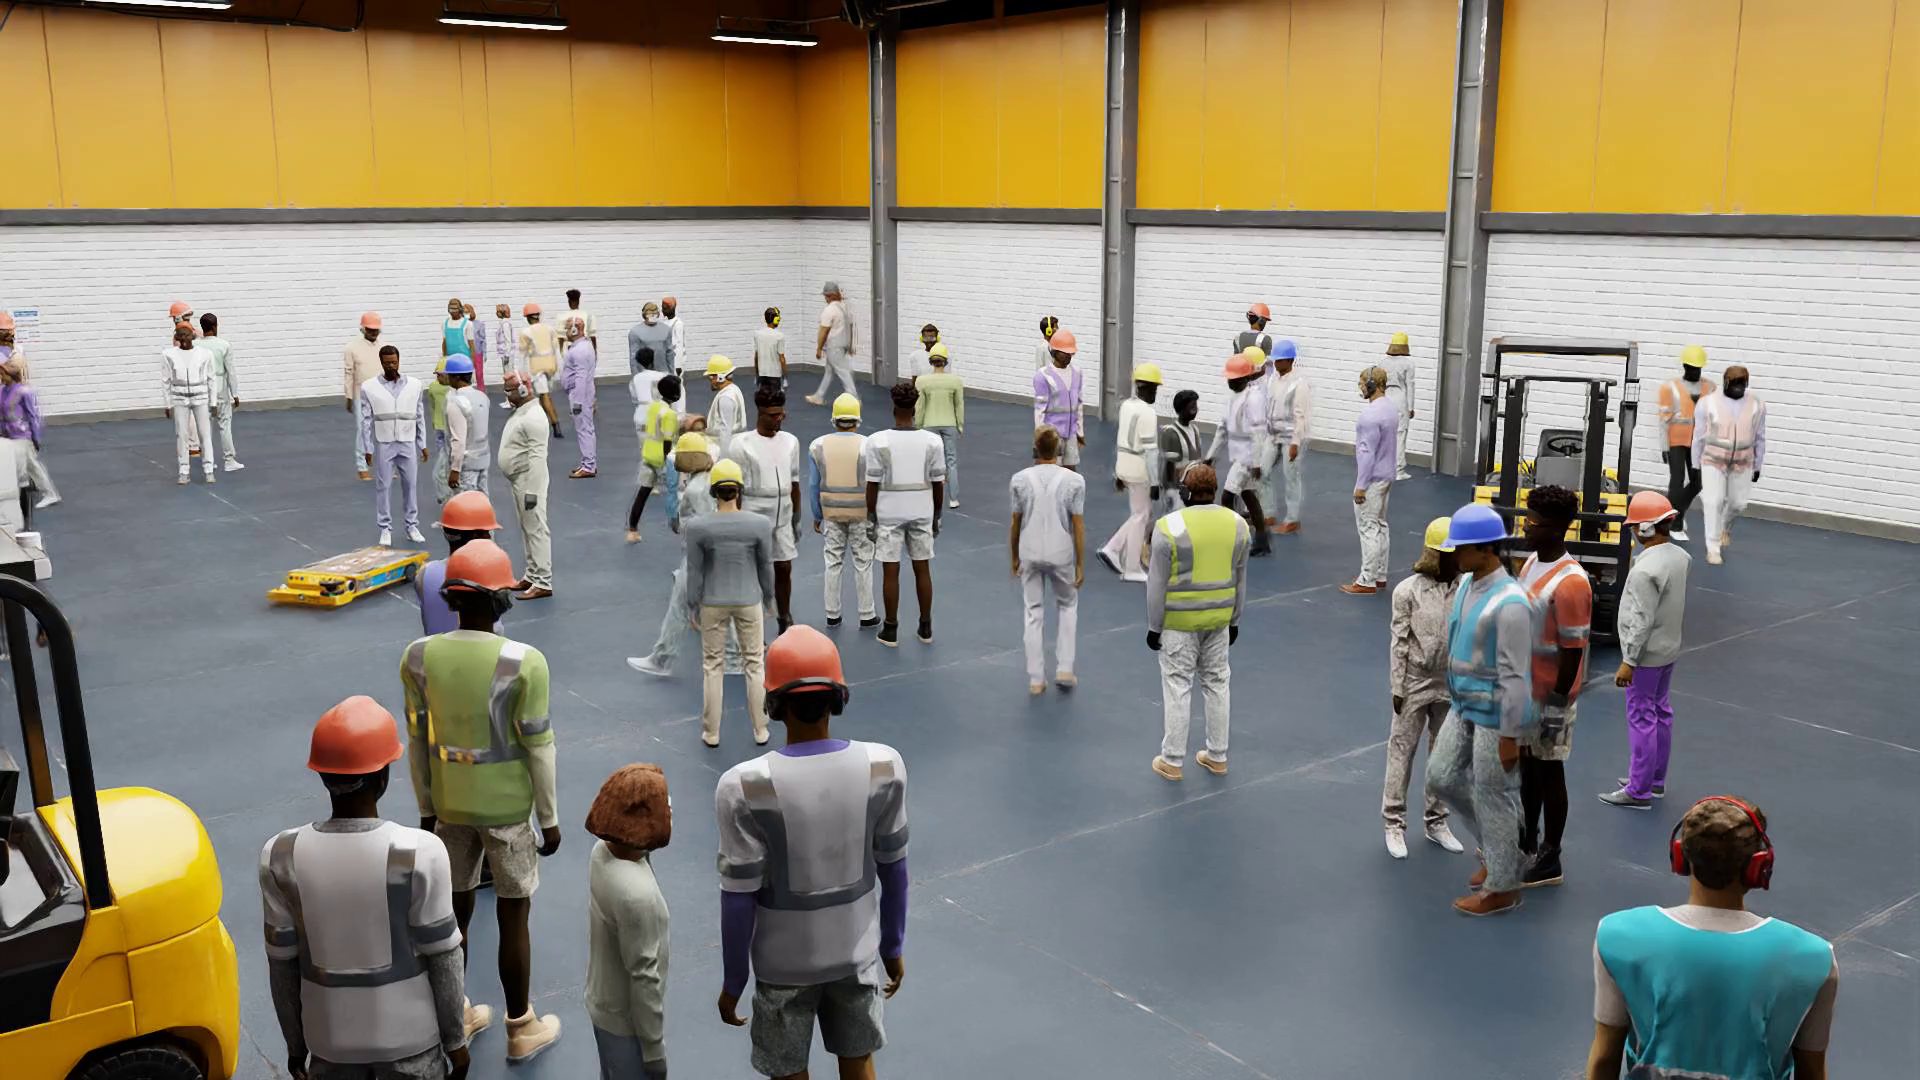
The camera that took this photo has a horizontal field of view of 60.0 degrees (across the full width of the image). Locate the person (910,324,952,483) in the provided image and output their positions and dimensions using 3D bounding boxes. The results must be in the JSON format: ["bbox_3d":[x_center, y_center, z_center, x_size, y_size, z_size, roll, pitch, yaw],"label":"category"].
[{"bbox_3d":[-0.329,-1.582,19.319,0.505,1.864,0.331,0,12,1],"label":"person"}]

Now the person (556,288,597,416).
[{"bbox_3d":[-5.758,-2.809,25.032,0.608,1.952,0.553,-7,13,-29],"label":"person"}]

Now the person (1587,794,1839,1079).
[{"bbox_3d":[1.877,1.551,4.236,0.563,1.838,0.390,4,12,20],"label":"person"}]

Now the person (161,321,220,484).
[{"bbox_3d":[-8.912,-1.589,19.298,0.615,1.882,0.355,-5,13,-21],"label":"person"}]

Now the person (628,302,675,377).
[{"bbox_3d":[-4.107,-2.218,22.230,0.639,1.928,0.373,-8,14,-34],"label":"person"}]

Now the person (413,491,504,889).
[{"bbox_3d":[-2.354,0.719,8.037,0.542,1.931,0.383,7,14,32],"label":"person"}]

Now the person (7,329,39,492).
[{"bbox_3d":[-10.664,-1.492,18.739,0.391,1.923,0.552,-10,16,-41],"label":"person"}]

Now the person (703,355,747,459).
[{"bbox_3d":[-2.240,-0.859,15.928,0.403,1.821,0.600,0,12,-2],"label":"person"}]

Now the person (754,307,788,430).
[{"bbox_3d":[-2.526,-2.177,22.216,0.525,1.854,0.333,6,13,28],"label":"person"}]

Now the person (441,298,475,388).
[{"bbox_3d":[-7.368,-2.630,24.446,0.513,1.838,0.337,3,12,14],"label":"person"}]

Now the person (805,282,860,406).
[{"bbox_3d":[-2.001,-3.112,26.263,1.040,2.000,0.688,5,13,22],"label":"person"}]

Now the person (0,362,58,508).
[{"bbox_3d":[-9.950,-1.075,17.524,0.515,1.591,0.876,7,13,30],"label":"person"}]

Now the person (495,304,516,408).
[{"bbox_3d":[-7.150,-2.898,26.206,0.308,1.639,0.524,-4,12,-19],"label":"person"}]

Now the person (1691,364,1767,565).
[{"bbox_3d":[6.997,-0.710,15.210,0.635,1.824,0.605,2,12,10],"label":"person"}]

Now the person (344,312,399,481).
[{"bbox_3d":[-6.886,-1.689,19.548,0.632,1.978,0.435,-9,14,-36],"label":"person"}]

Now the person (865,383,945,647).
[{"bbox_3d":[-0.410,-0.187,12.356,0.610,1.957,0.394,-3,12,-15],"label":"person"}]

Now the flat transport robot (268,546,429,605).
[{"bbox_3d":[-5.137,0.286,14.152,0.652,0.197,1.431,4,12,16],"label":"flat transport robot"}]

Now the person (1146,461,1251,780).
[{"bbox_3d":[1.343,0.462,9.525,0.619,1.836,0.431,-5,13,-23],"label":"person"}]

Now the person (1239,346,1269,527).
[{"bbox_3d":[2.966,-1.046,16.816,0.403,1.823,0.586,-1,12,-3],"label":"person"}]

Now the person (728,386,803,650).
[{"bbox_3d":[-1.412,-0.162,12.224,0.612,1.959,0.374,-9,15,-38],"label":"person"}]

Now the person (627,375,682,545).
[{"bbox_3d":[-2.848,-0.749,15.832,0.727,1.652,0.567,-7,14,-31],"label":"person"}]

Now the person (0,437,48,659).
[{"bbox_3d":[-6.879,-0.088,11.907,0.594,1.938,0.641,2,12,11],"label":"person"}]

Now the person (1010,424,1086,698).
[{"bbox_3d":[0.586,0.137,11.114,0.512,1.816,0.540,2,12,10],"label":"person"}]

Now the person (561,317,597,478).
[{"bbox_3d":[-4.520,-1.690,19.723,0.403,1.906,0.651,-1,12,-6],"label":"person"}]

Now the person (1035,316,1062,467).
[{"bbox_3d":[1.085,-1.795,20.318,0.328,1.872,0.513,-2,12,-11],"label":"person"}]

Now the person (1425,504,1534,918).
[{"bbox_3d":[2.409,0.793,7.679,0.448,1.922,0.707,-1,12,-4],"label":"person"}]

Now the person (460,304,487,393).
[{"bbox_3d":[-7.782,-2.940,26.448,0.501,1.623,0.297,-2,12,-11],"label":"person"}]

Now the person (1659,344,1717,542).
[{"bbox_3d":[7.064,-0.959,16.194,0.592,1.904,0.542,-1,12,-5],"label":"person"}]

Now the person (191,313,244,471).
[{"bbox_3d":[-9.048,-1.783,20.146,0.596,1.916,0.373,0,12,1],"label":"person"}]

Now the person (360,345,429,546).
[{"bbox_3d":[-5.413,-0.912,15.938,0.600,1.917,0.377,-7,14,-31],"label":"person"}]

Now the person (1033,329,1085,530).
[{"bbox_3d":[0.997,-1.059,16.388,0.613,2.031,0.403,-10,15,-40],"label":"person"}]

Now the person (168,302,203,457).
[{"bbox_3d":[-9.885,-2.057,21.324,0.412,1.980,0.631,1,12,4],"label":"person"}]

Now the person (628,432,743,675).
[{"bbox_3d":[-1.909,0.111,11.514,0.851,1.697,0.498,1,12,3],"label":"person"}]

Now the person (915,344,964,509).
[{"bbox_3d":[-0.223,-1.205,17.726,0.533,1.765,0.323,-2,12,-8],"label":"person"}]

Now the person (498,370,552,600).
[{"bbox_3d":[-3.610,-0.460,13.800,0.407,1.903,0.639,-5,13,-24],"label":"person"}]

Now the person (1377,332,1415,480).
[{"bbox_3d":[5.154,-1.587,19.653,0.321,1.737,0.488,-11,16,-42],"label":"person"}]

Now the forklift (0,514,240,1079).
[{"bbox_3d":[-3.687,1.115,5.480,2.313,2.155,1.214,-9,15,-36],"label":"forklift"}]

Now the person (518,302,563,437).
[{"bbox_3d":[-5.805,-2.358,23.114,0.552,1.855,1.070,-9,15,-38],"label":"person"}]

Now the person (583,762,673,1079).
[{"bbox_3d":[-1.007,1.473,5.136,0.288,1.628,0.502,-5,13,-24],"label":"person"}]

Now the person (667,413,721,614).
[{"bbox_3d":[-2.150,-0.222,13.334,0.649,1.624,0.519,11,16,42],"label":"person"}]

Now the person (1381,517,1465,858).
[{"bbox_3d":[2.395,0.739,8.385,0.484,1.745,0.307,-2,12,-10],"label":"person"}]

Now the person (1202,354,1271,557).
[{"bbox_3d":[2.543,-0.748,15.175,0.791,1.895,0.608,-1,12,-7],"label":"person"}]

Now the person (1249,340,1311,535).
[{"bbox_3d":[3.100,-0.986,16.249,0.617,1.925,0.622,-7,13,-29],"label":"person"}]

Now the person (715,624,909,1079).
[{"bbox_3d":[-0.462,1.262,5.140,0.615,2.038,0.395,-6,13,-25],"label":"person"}]

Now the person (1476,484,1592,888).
[{"bbox_3d":[2.806,0.696,8.055,0.367,1.967,0.607,-1,12,-2],"label":"person"}]

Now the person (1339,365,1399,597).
[{"bbox_3d":[3.450,-0.494,13.904,0.381,1.929,0.636,7,13,29],"label":"person"}]

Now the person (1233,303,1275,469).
[{"bbox_3d":[3.594,-1.860,20.237,0.387,2.034,0.605,-9,15,-36],"label":"person"}]

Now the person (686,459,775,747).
[{"bbox_3d":[-1.382,0.385,10.066,0.536,1.762,0.329,-2,12,-9],"label":"person"}]

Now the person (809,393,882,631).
[{"bbox_3d":[-0.849,-0.212,12.753,0.600,1.836,0.404,2,12,11],"label":"person"}]

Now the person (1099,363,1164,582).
[{"bbox_3d":[1.532,-0.575,14.347,0.470,1.900,0.597,-2,12,-11],"label":"person"}]

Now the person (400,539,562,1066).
[{"bbox_3d":[-1.819,1.003,6.417,0.608,2.035,0.413,3,12,15],"label":"person"}]

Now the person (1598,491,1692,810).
[{"bbox_3d":[3.731,0.596,9.078,0.339,1.742,0.563,10,16,41],"label":"person"}]

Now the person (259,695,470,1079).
[{"bbox_3d":[-1.676,1.390,4.768,0.543,1.939,0.360,0,12,0],"label":"person"}]

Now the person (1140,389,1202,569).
[{"bbox_3d":[1.875,-0.487,14.449,0.580,1.676,0.542,9,15,37],"label":"person"}]

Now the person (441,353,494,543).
[{"bbox_3d":[-4.363,-0.677,14.729,0.394,1.945,0.618,2,12,9],"label":"person"}]

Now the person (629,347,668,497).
[{"bbox_3d":[-3.410,-1.309,18.477,0.585,1.659,0.479,6,13,26],"label":"person"}]

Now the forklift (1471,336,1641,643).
[{"bbox_3d":[4.683,-0.471,13.136,1.214,2.155,2.313,4,12,20],"label":"forklift"}]

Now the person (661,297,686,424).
[{"bbox_3d":[-4.144,-2.572,24.052,0.359,1.880,0.576,-6,13,-28],"label":"person"}]
